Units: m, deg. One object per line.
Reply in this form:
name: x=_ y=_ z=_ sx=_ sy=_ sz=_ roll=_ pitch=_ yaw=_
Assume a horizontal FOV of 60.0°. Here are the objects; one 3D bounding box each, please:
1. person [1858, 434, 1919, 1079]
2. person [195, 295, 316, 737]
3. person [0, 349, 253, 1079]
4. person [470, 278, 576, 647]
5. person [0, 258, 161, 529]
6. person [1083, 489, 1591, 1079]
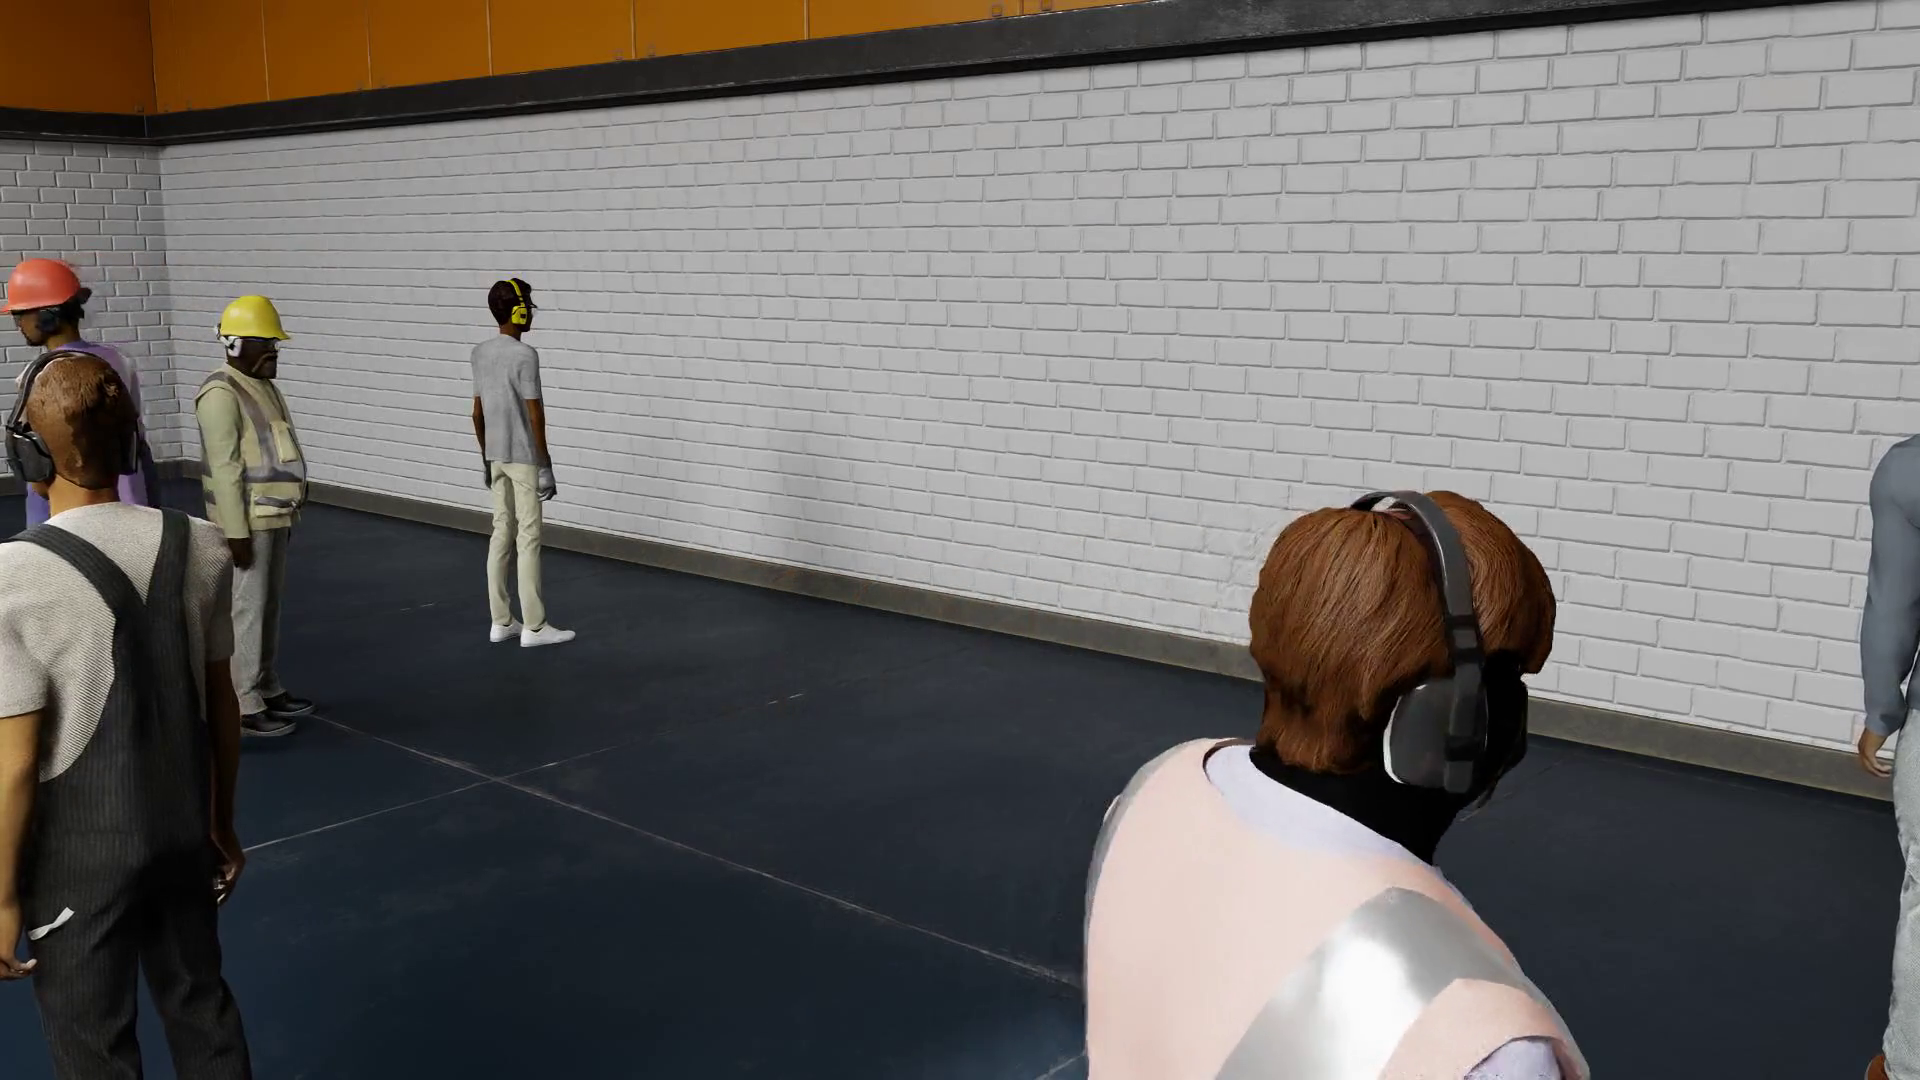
person: x=2.345 y=0.411 z=3.731 sx=0.630 sy=1.940 sz=0.373 roll=4 pitch=11 yaw=23
person: x=-2.941 y=-0.105 z=6.977 sx=0.403 sy=1.827 sz=0.599 roll=-1 pitch=10 yaw=-5
person: x=-1.543 y=0.578 z=3.046 sx=0.335 sy=1.845 sz=0.513 roll=5 pitch=11 yaw=26
person: x=-2.257 y=-0.391 z=8.492 sx=0.518 sy=1.874 sz=0.326 roll=7 pitch=12 yaw=35
person: x=-3.420 y=-0.109 z=6.577 sx=1.089 sy=1.984 sz=0.628 roll=0 pitch=10 yaw=0
person: x=0.335 y=0.859 z=1.494 sx=0.446 sy=1.829 sz=0.658 roll=-2 pitch=10 yaw=-13
